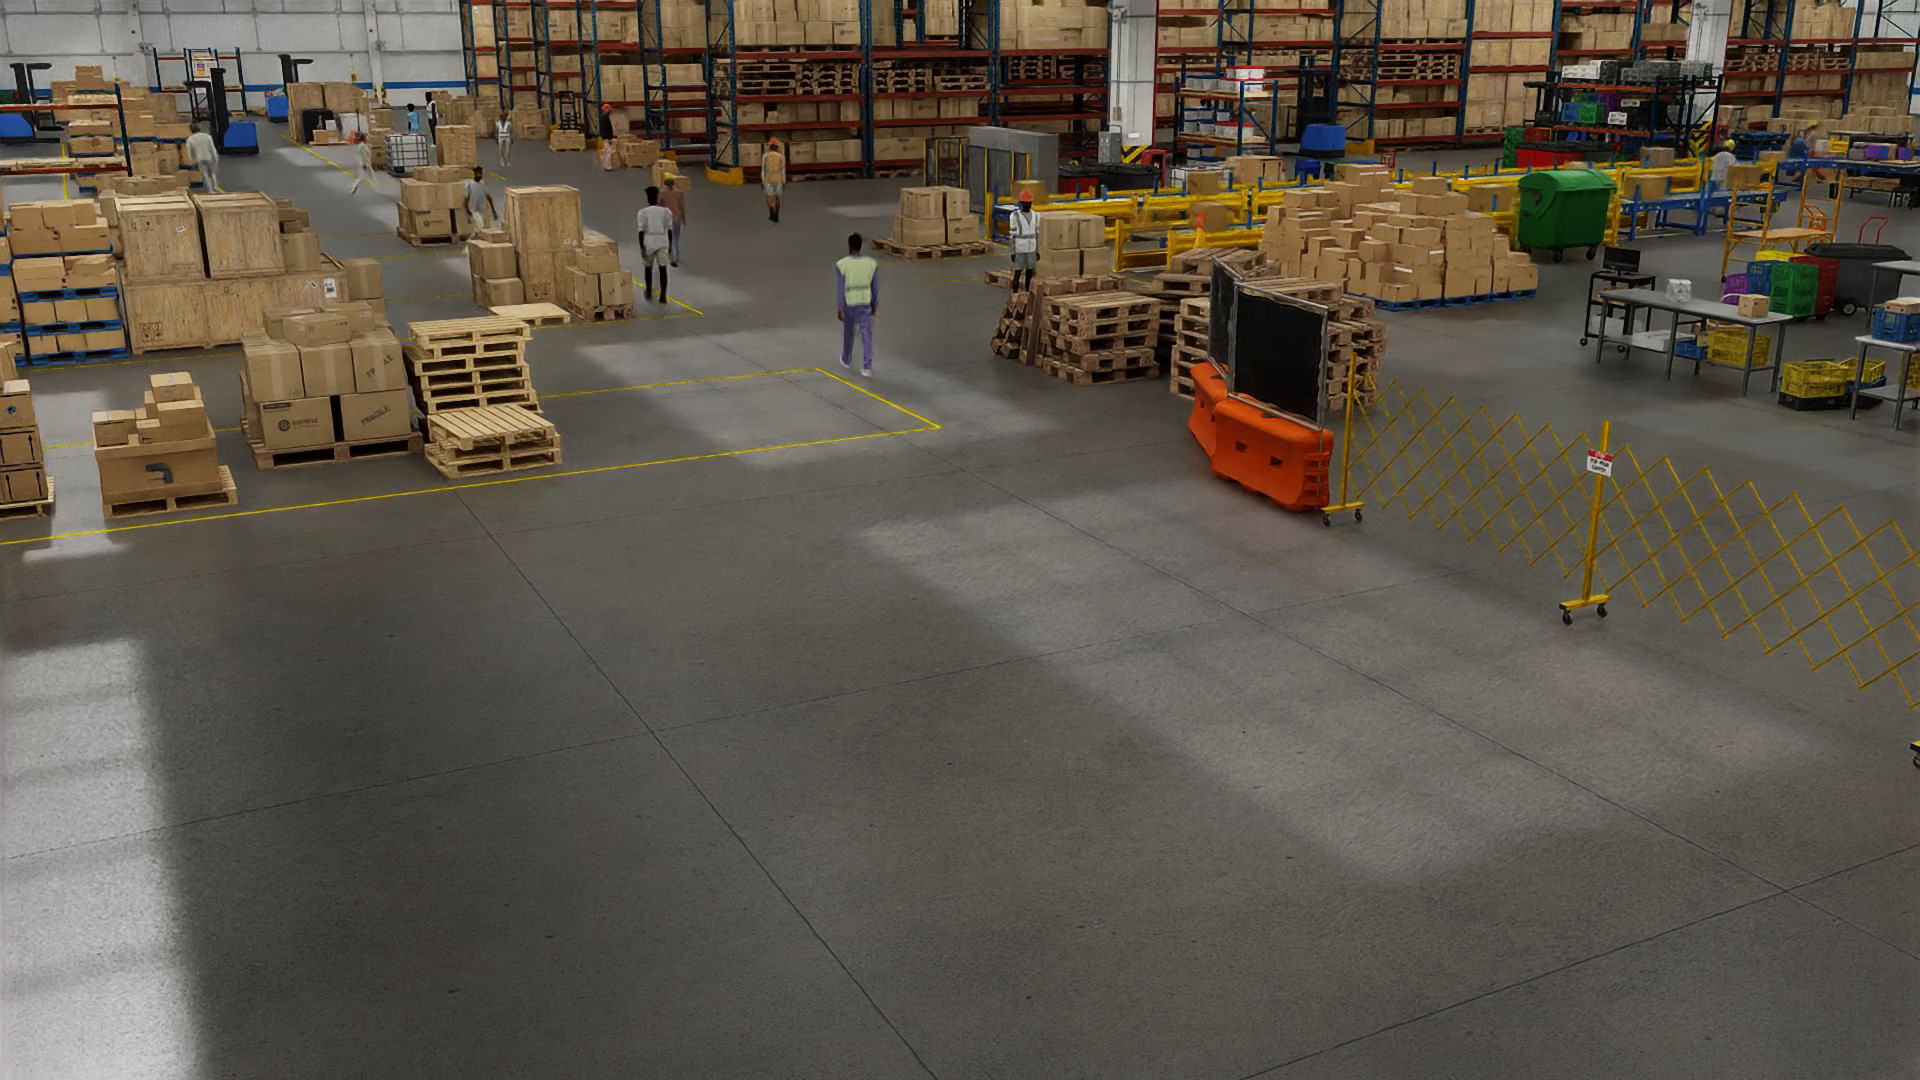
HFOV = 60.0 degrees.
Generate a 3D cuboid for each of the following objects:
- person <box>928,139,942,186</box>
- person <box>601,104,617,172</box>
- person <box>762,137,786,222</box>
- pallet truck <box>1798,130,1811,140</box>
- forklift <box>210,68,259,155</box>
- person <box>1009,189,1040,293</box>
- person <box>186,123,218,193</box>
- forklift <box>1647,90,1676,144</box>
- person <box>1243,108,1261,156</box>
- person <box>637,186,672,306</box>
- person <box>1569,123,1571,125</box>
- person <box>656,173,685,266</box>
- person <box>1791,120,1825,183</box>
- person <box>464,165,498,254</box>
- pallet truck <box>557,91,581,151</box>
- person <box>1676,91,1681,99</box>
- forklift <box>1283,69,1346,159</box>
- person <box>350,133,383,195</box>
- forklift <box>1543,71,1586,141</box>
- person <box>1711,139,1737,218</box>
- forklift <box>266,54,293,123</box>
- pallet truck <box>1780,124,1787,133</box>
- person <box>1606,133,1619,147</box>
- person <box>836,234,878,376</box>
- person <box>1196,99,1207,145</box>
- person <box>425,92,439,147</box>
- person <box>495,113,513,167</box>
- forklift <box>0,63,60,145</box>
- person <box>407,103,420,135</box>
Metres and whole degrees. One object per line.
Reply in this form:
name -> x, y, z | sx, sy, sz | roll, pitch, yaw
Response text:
person -> -0.600, -9.271, 41.807 | 0.795, 1.600, 0.502 | -14, 23, -38
person -> -10.518, -12.002, 49.680 | 0.380, 1.992, 0.622 | -7, 19, -22
person -> -4.258, -8.245, 38.081 | 0.567, 1.922, 0.412 | -3, 18, -10
pallet truck -> 25.526, -11.556, 49.408 | 1.630, 1.274, 0.653 | -9, 20, -26
forklift -> -24.369, -14.147, 54.940 | 1.873, 2.768, 1.129 | -9, 20, -26
person -> 1.071, -4.738, 27.124 | 0.545, 1.938, 0.360 | -9, 20, -27
person -> -19.510, -9.762, 42.844 | 0.672, 1.898, 0.524 | -12, 22, -34
forklift -> 25.325, -15.273, 58.451 | 1.873, 2.768, 1.129 | -9, 20, -26
person -> 9.565, -13.417, 54.752 | 0.505, 1.585, 0.851 | -11, 21, -30
person -> -5.076, -4.903, 27.651 | 0.607, 1.920, 0.958 | -6, 19, -19
person -> 21.170, -14.517, 57.936 | 0.831, 1.738, 0.522 | -9, 20, -25
person -> -5.536, -6.132, 31.807 | 0.538, 1.720, 0.891 | -6, 19, -19
person -> 23.880, -10.875, 46.591 | 0.831, 1.738, 0.536 | 13, 22, 36
person -> -9.447, -6.442, 32.638 | 0.982, 1.821, 0.542 | 12, 21, 33
pallet truck -> -13.495, -14.412, 57.188 | 0.823, 1.965, 1.885 | -3, 18, -9
person -> 25.989, -15.502, 60.655 | 0.686, 1.955, 0.692 | 17, 24, 42
forklift -> 11.615, -13.871, 54.079 | 1.129, 2.768, 1.873 | -9, 20, -27
person -> -15.630, -9.844, 43.572 | 0.745, 1.610, 0.523 | -1, 18, -3
forklift -> 18.685, -13.231, 52.085 | 1.873, 2.768, 1.129 | -9, 20, -26
person -> 17.847, -8.428, 38.820 | 0.431, 1.818, 0.614 | -7, 19, -20
forklift -> -28.451, -19.129, 70.472 | 1.873, 2.768, 1.129 | -9, 20, -26
pallet truck -> 25.206, -12.542, 52.601 | 1.601, 1.201, 0.680 | 0, 18, -2
person -> 19.221, -11.739, 48.951 | 0.551, 1.935, 0.375 | -11, 21, -30
person -> -1.383, -3.178, 22.383 | 0.615, 1.861, 1.025 | -7, 19, -20
person -> 8.561, -14.822, 59.005 | 0.539, 1.667, 0.784 | 1, 18, 2
person -> -18.573, -14.809, 58.569 | 0.391, 1.912, 0.588 | -12, 21, -33
person -> -14.067, -12.347, 51.372 | 0.539, 1.605, 0.736 | -3, 18, -10
forklift -> -33.500, -15.620, 59.532 | 1.873, 2.768, 1.129 | -9, 20, -26
person -> -18.170, -13.651, 55.308 | 0.319, 1.693, 0.533 | 6, 19, 19
